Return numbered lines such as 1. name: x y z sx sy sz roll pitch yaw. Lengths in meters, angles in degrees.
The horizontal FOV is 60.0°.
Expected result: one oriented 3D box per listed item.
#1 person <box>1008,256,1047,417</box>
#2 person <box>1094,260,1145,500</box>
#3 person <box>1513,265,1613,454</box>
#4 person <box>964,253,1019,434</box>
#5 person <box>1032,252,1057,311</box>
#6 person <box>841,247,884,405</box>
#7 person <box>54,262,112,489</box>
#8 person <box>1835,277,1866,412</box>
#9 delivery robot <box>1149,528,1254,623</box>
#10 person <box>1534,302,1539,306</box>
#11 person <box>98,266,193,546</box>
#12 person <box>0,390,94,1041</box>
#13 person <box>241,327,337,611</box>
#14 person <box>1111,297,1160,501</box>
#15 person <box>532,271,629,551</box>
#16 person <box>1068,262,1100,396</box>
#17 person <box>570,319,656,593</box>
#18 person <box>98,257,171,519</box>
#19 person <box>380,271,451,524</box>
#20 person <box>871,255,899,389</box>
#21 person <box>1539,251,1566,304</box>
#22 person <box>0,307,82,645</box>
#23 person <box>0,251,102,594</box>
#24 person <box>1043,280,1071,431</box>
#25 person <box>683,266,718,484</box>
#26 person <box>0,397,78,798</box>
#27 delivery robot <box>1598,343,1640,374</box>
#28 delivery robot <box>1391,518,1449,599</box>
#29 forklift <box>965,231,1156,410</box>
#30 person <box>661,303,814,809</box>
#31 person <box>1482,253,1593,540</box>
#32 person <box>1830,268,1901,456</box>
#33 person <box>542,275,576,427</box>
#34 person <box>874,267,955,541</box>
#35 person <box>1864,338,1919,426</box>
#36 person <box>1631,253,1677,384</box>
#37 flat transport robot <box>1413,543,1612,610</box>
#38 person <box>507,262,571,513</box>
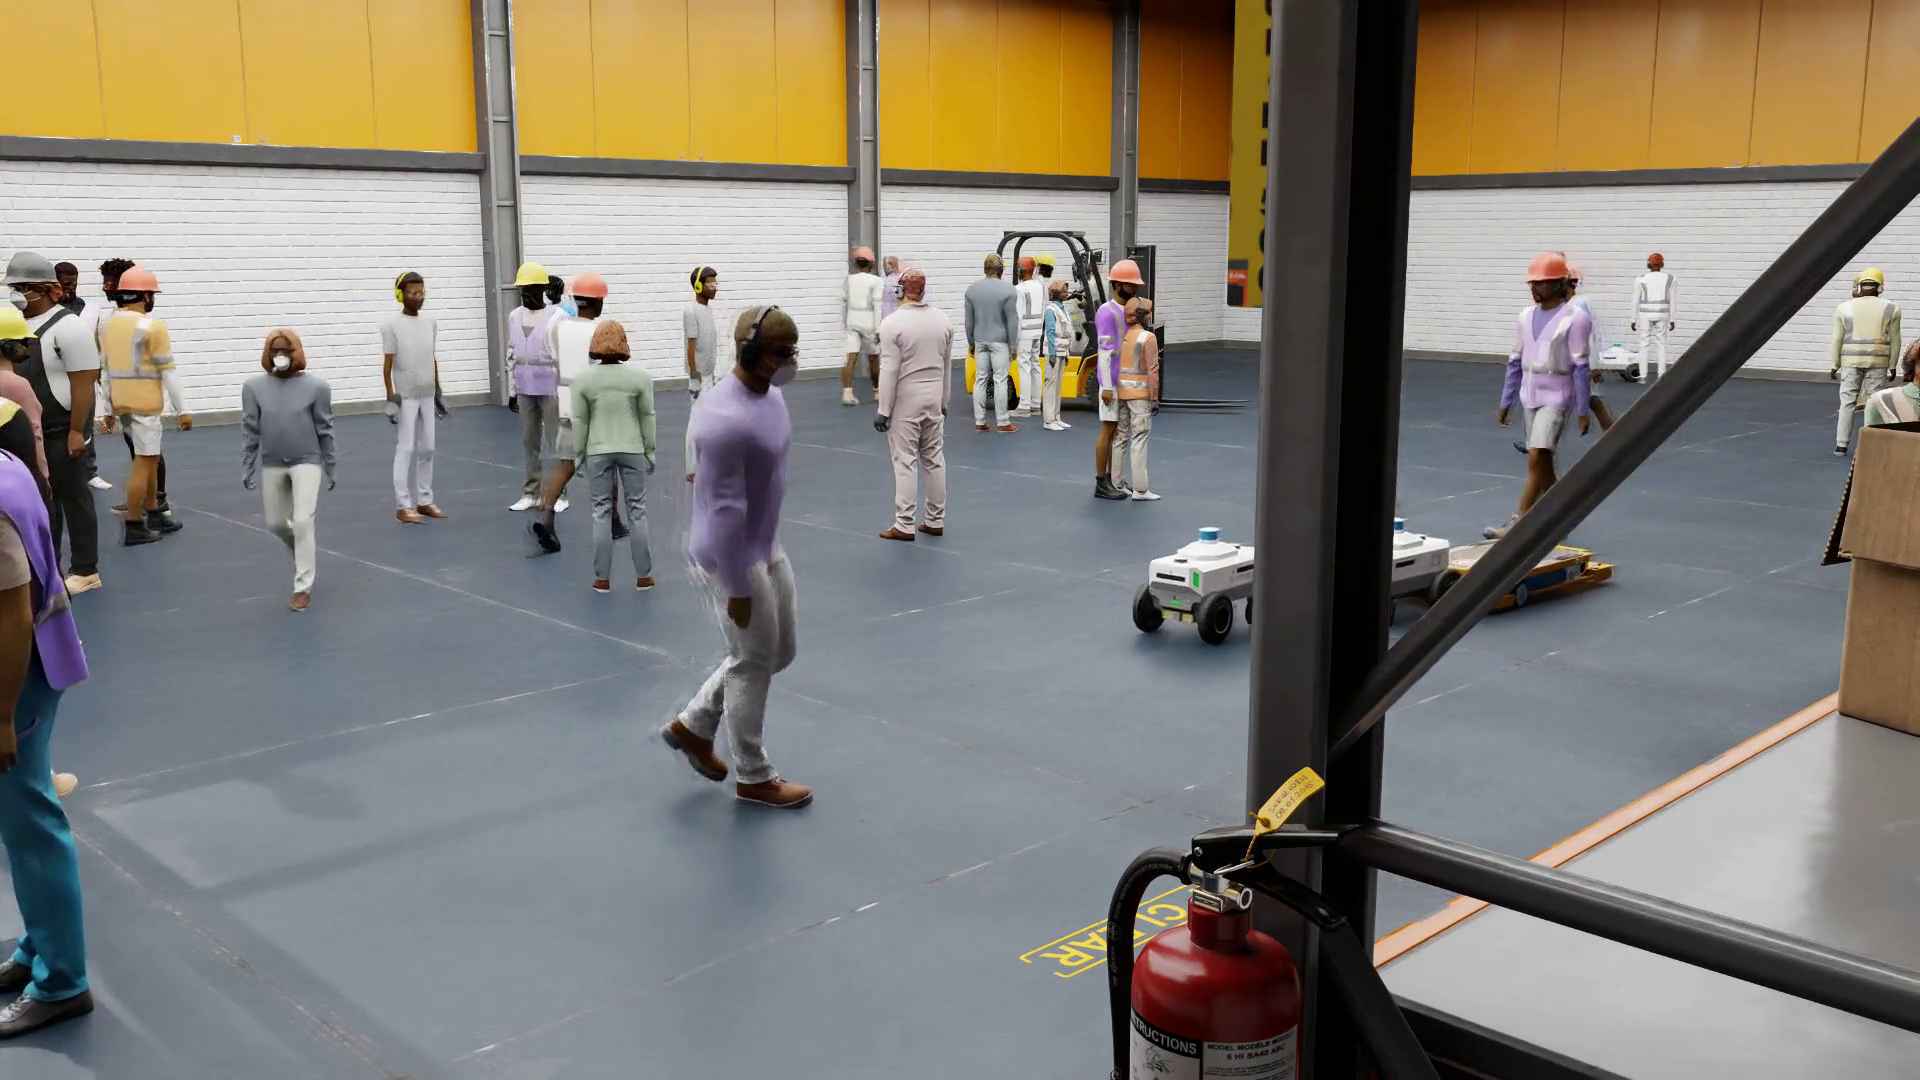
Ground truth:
1. person: 0.785 -2.390 19.611 0.355 1.883 0.576 7 13 35
2. person: 1.310 -1.297 13.506 0.378 1.932 0.551 6 12 28
3. person: 5.837 -1.672 15.773 1.021 1.850 0.586 4 11 22
4. person: 0.344 -2.107 17.914 0.629 1.940 0.375 6 12 29
5. person: 1.184 -3.057 23.228 0.797 1.894 0.592 0 10 -2
6. person: -1.238 -2.700 21.045 0.618 1.978 1.071 4 11 22
7. person: -7.417 -1.353 13.871 0.392 1.914 0.587 7 12 32
8. person: 10.886 -2.363 20.154 0.499 1.634 0.297 -10 15 -44
9. delivery robot: 1.336 0.178 8.974 0.477 0.478 0.707 9 14 41
10. person: 8.708 -3.270 24.680 0.466 1.813 0.668 6 12 28
11. person: -5.636 -0.939 11.607 0.560 1.908 0.742 5 12 26
12. person: -2.553 0.406 4.461 0.391 1.846 0.564 -6 12 -31
13. person: -3.869 -0.436 9.663 0.513 1.611 0.678 -1 10 -4
14. person: 1.408 -1.135 13.434 0.311 1.636 0.523 -8 13 -37
15. person: -2.594 -0.882 11.357 0.541 1.900 0.919 3 11 18
16. person: 1.584 -2.810 22.046 0.556 1.822 0.667 0 10 0
17. person: -2.067 -0.497 9.961 0.498 1.634 0.281 -2 11 -11
18. person: -6.248 -1.140 12.563 0.616 1.964 0.361 9 14 42
19. person: -4.056 -1.058 12.404 0.314 1.862 0.532 6 12 32
20. person: -0.825 -2.952 22.736 0.888 1.871 0.633 10 14 43
21. person: 8.512 -3.184 23.872 0.409 1.907 0.651 8 13 36
22. person: -4.833 -0.301 8.533 0.524 1.770 0.315 7 12 33
23. person: -5.479 -0.691 9.910 0.681 2.000 0.538 5 12 26
24. person: 1.064 -2.030 18.301 0.310 1.642 0.514 4 11 19
25. person: -2.211 -1.412 14.327 0.310 1.864 0.533 2 11 10
26. person: -3.618 0.105 6.127 0.641 1.841 0.429 2 11 9
27. delivery robot: 9.619 -2.648 24.380 0.707 0.478 0.477 2 11 11
28. delivery robot: 2.409 0.122 9.276 0.707 0.478 0.477 -9 14 -41
29. forklift: 1.222 -2.721 20.561 2.313 2.155 1.214 2 11 13
30. person: -0.825 0.086 6.084 0.583 1.897 0.687 2 11 10
31. person: 3.881 -0.934 11.339 0.915 2.006 0.645 -5 11 -24
32. person: 8.723 -1.705 16.039 0.588 1.822 0.403 6 12 29
33. person: -4.441 -2.071 18.391 0.531 1.692 0.320 9 14 42
34. person: -0.344 -0.949 11.682 0.636 1.911 0.405 -9 14 -41
35. person: 4.722 -0.181 8.261 0.531 1.648 0.314 3 11 13
36. person: 9.974 -3.179 23.934 0.588 1.879 0.376 3 11 17
37. flat transport robot: 3.256 0.182 9.978 1.431 0.197 0.652 -9 14 -41
38. person: -3.243 -1.166 12.813 0.585 1.928 0.368 4 11 22
